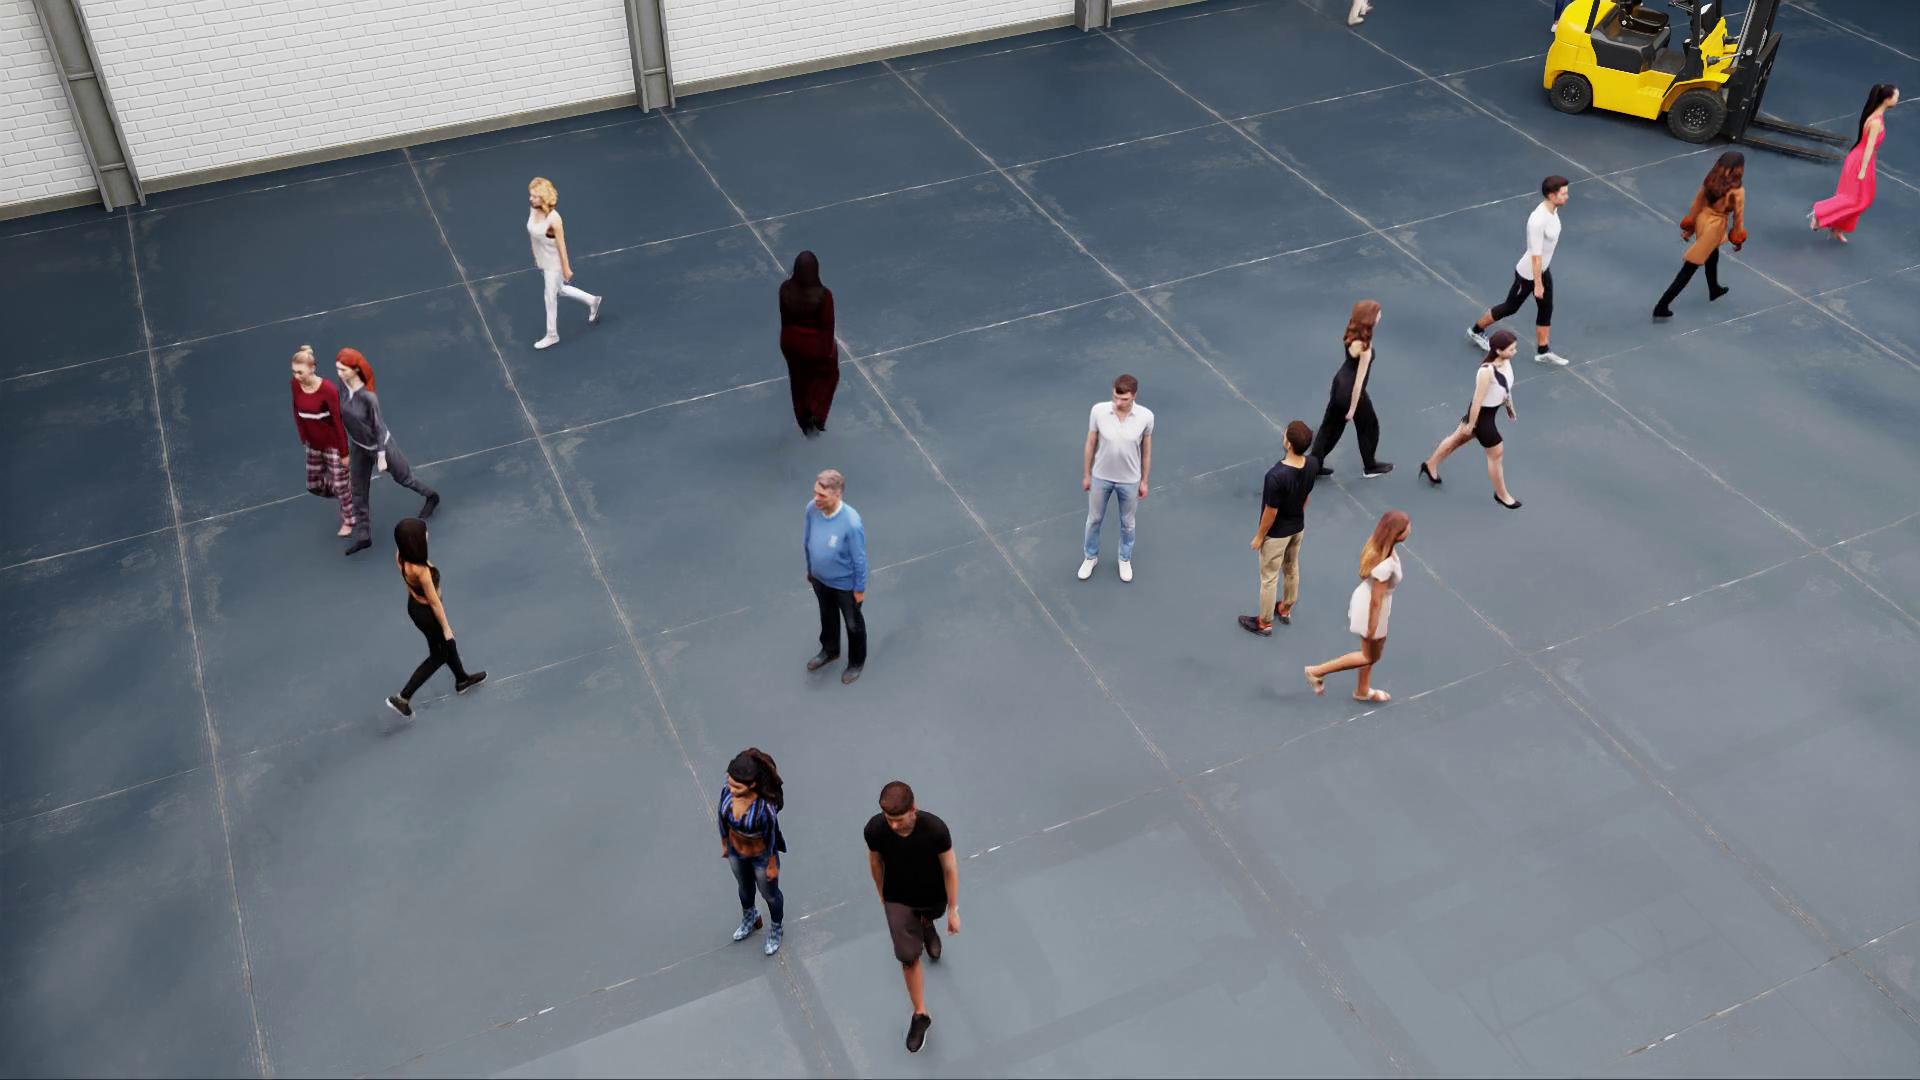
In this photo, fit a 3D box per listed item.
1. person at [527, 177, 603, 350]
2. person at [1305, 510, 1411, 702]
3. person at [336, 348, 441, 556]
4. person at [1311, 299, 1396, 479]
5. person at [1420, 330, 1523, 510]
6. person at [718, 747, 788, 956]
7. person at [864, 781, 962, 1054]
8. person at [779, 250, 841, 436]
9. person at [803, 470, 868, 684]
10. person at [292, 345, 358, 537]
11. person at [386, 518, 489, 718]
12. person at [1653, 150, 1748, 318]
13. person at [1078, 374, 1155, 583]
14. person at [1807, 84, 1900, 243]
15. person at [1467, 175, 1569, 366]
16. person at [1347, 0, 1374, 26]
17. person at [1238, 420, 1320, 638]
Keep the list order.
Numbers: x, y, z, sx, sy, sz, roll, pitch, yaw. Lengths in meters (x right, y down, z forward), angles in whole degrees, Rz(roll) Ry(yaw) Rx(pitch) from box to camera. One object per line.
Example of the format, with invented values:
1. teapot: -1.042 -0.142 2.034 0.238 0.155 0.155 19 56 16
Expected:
1. person: -3.740 -2.625 15.515 1.068 1.646 0.745 -26 46 -29
2. person: 2.787 0.485 11.595 0.966 1.677 0.828 4 39 5
3. person: -4.544 -0.756 13.104 0.994 1.733 1.209 22 43 25
4. person: 3.106 -1.199 13.672 1.018 1.716 0.706 -9 39 -11
5. person: 4.169 -1.011 13.533 1.039 1.596 1.101 20 43 23
6. person: -1.233 1.859 9.924 0.695 1.617 0.725 20 43 23
7. person: -0.242 1.959 9.644 1.272 1.809 1.045 -3 39 -4
8. person: -1.330 -1.609 14.161 0.812 1.747 0.880 10 40 12
9. person: -0.871 0.234 11.799 0.742 1.817 0.741 23 44 26
10. person: -4.987 -0.805 13.198 0.772 1.693 0.841 9 40 11
11. person: -3.761 0.561 11.543 1.052 1.623 0.737 -28 47 -31
12. person: 7.029 -2.839 15.768 1.186 1.664 0.712 -15 41 -18
13. person: 1.191 -0.497 12.682 0.677 1.856 0.790 5 39 6
14. person: 9.085 -3.816 16.951 0.893 1.714 0.832 13 40 15
15. person: 5.137 -2.468 15.176 1.117 1.823 1.240 25 45 28
16. person: 5.262 -7.608 21.611 0.949 1.824 0.767 -25 45 -28
17. person: 2.365 -0.086 12.164 0.545 1.859 0.739 -27 46 -29
